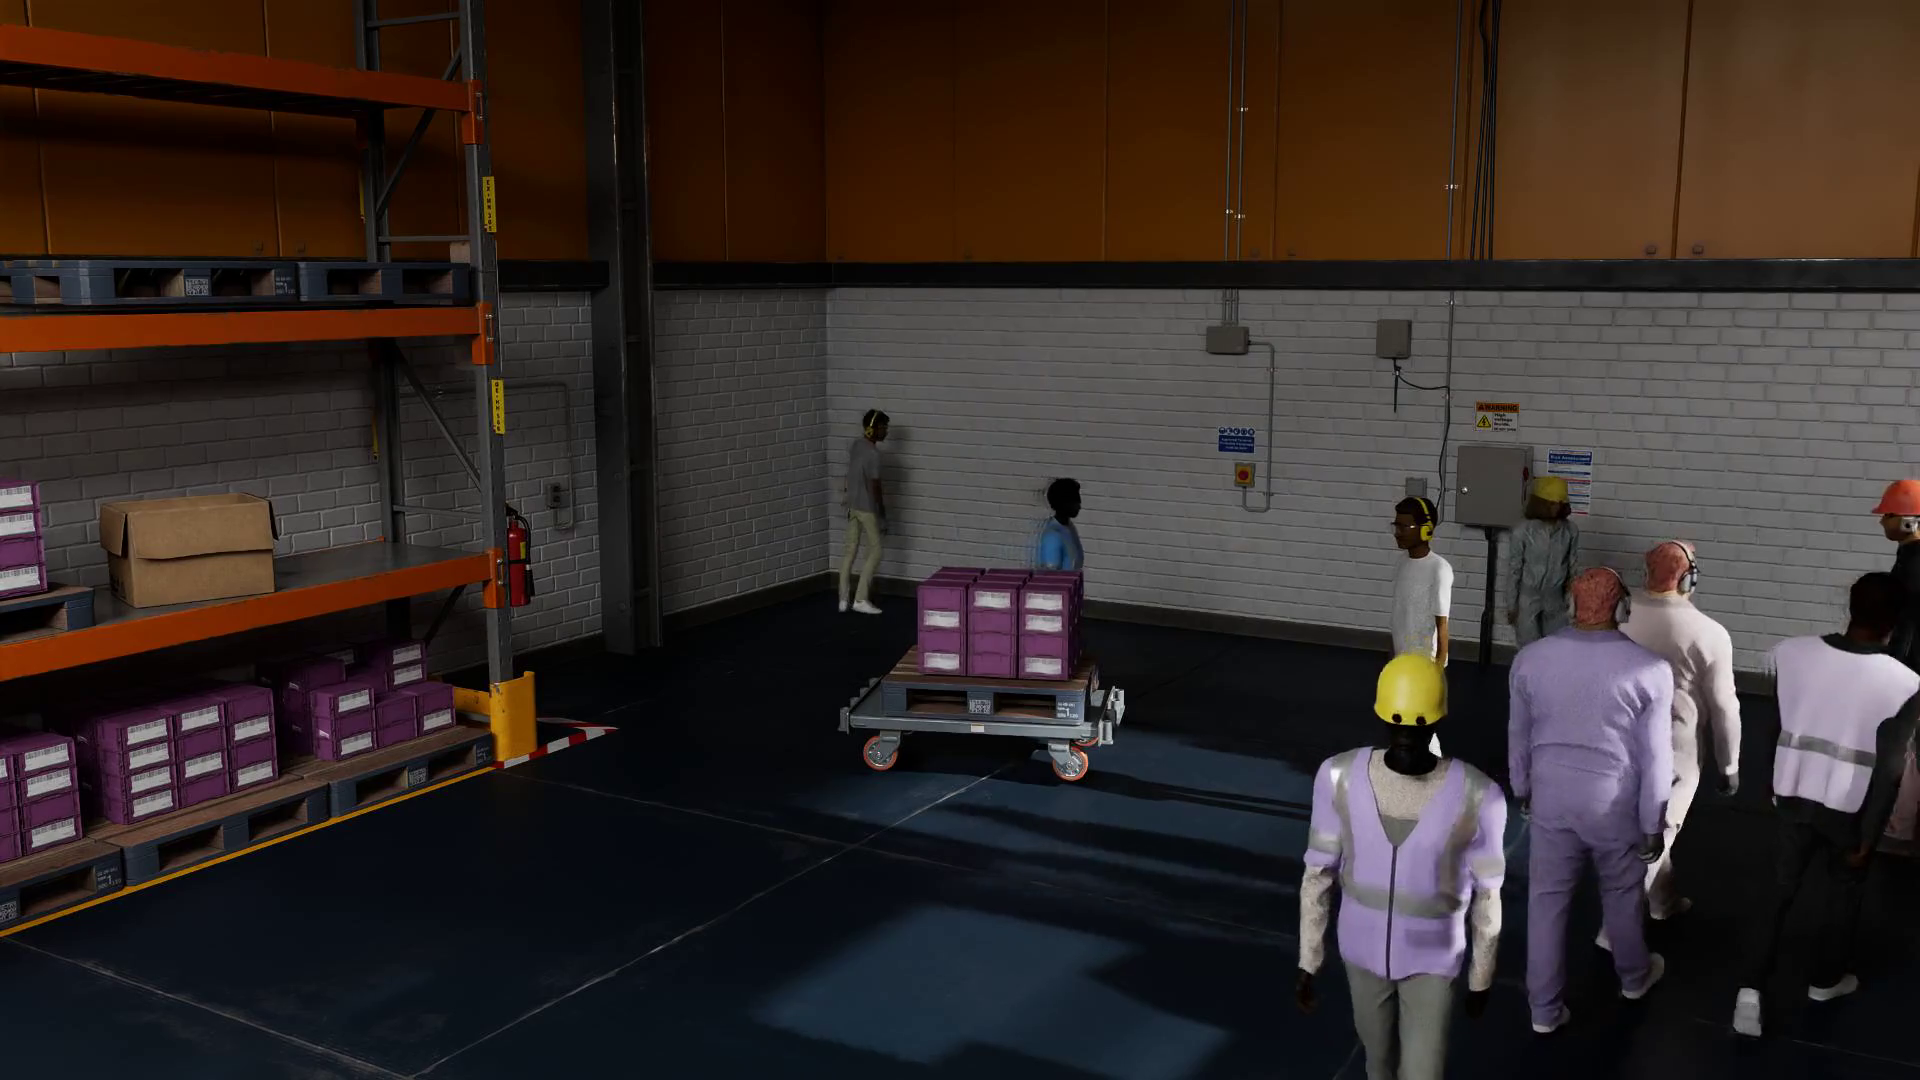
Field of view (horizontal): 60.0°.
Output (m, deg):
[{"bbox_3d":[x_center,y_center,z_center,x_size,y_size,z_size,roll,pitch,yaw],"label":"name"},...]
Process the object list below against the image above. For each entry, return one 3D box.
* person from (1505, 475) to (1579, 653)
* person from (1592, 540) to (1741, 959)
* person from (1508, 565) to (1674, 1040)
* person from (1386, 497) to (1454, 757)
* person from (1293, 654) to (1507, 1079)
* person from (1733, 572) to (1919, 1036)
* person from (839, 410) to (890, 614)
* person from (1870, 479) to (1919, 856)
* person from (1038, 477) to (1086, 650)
[{"bbox_3d":[3.859,0.404,11.091,0.526,1.719,0.527,-2,9,-12],"label":"person"},{"bbox_3d":[3.117,0.928,7.443,1.000,1.862,0.656,-7,11,-37],"label":"person"},{"bbox_3d":[2.578,1.024,6.734,0.670,1.874,0.902,7,11,37],"label":"person"},{"bbox_3d":[2.435,0.691,8.883,0.317,1.863,0.514,-2,9,-14],"label":"person"},{"bbox_3d":[1.322,1.282,5.071,0.589,1.886,0.957,5,10,28],"label":"person"},{"bbox_3d":[3.450,1.046,6.630,0.950,1.871,0.606,-9,12,-43],"label":"person"},{"bbox_3d":[-0.881,-0.248,14.852,0.432,1.835,0.599,-5,11,-30],"label":"person"},{"bbox_3d":[4.877,0.668,8.643,0.436,1.977,0.637,6,11,33],"label":"person"},{"bbox_3d":[0.650,0.406,11.203,0.428,1.676,0.546,2,9,13],"label":"person"}]
